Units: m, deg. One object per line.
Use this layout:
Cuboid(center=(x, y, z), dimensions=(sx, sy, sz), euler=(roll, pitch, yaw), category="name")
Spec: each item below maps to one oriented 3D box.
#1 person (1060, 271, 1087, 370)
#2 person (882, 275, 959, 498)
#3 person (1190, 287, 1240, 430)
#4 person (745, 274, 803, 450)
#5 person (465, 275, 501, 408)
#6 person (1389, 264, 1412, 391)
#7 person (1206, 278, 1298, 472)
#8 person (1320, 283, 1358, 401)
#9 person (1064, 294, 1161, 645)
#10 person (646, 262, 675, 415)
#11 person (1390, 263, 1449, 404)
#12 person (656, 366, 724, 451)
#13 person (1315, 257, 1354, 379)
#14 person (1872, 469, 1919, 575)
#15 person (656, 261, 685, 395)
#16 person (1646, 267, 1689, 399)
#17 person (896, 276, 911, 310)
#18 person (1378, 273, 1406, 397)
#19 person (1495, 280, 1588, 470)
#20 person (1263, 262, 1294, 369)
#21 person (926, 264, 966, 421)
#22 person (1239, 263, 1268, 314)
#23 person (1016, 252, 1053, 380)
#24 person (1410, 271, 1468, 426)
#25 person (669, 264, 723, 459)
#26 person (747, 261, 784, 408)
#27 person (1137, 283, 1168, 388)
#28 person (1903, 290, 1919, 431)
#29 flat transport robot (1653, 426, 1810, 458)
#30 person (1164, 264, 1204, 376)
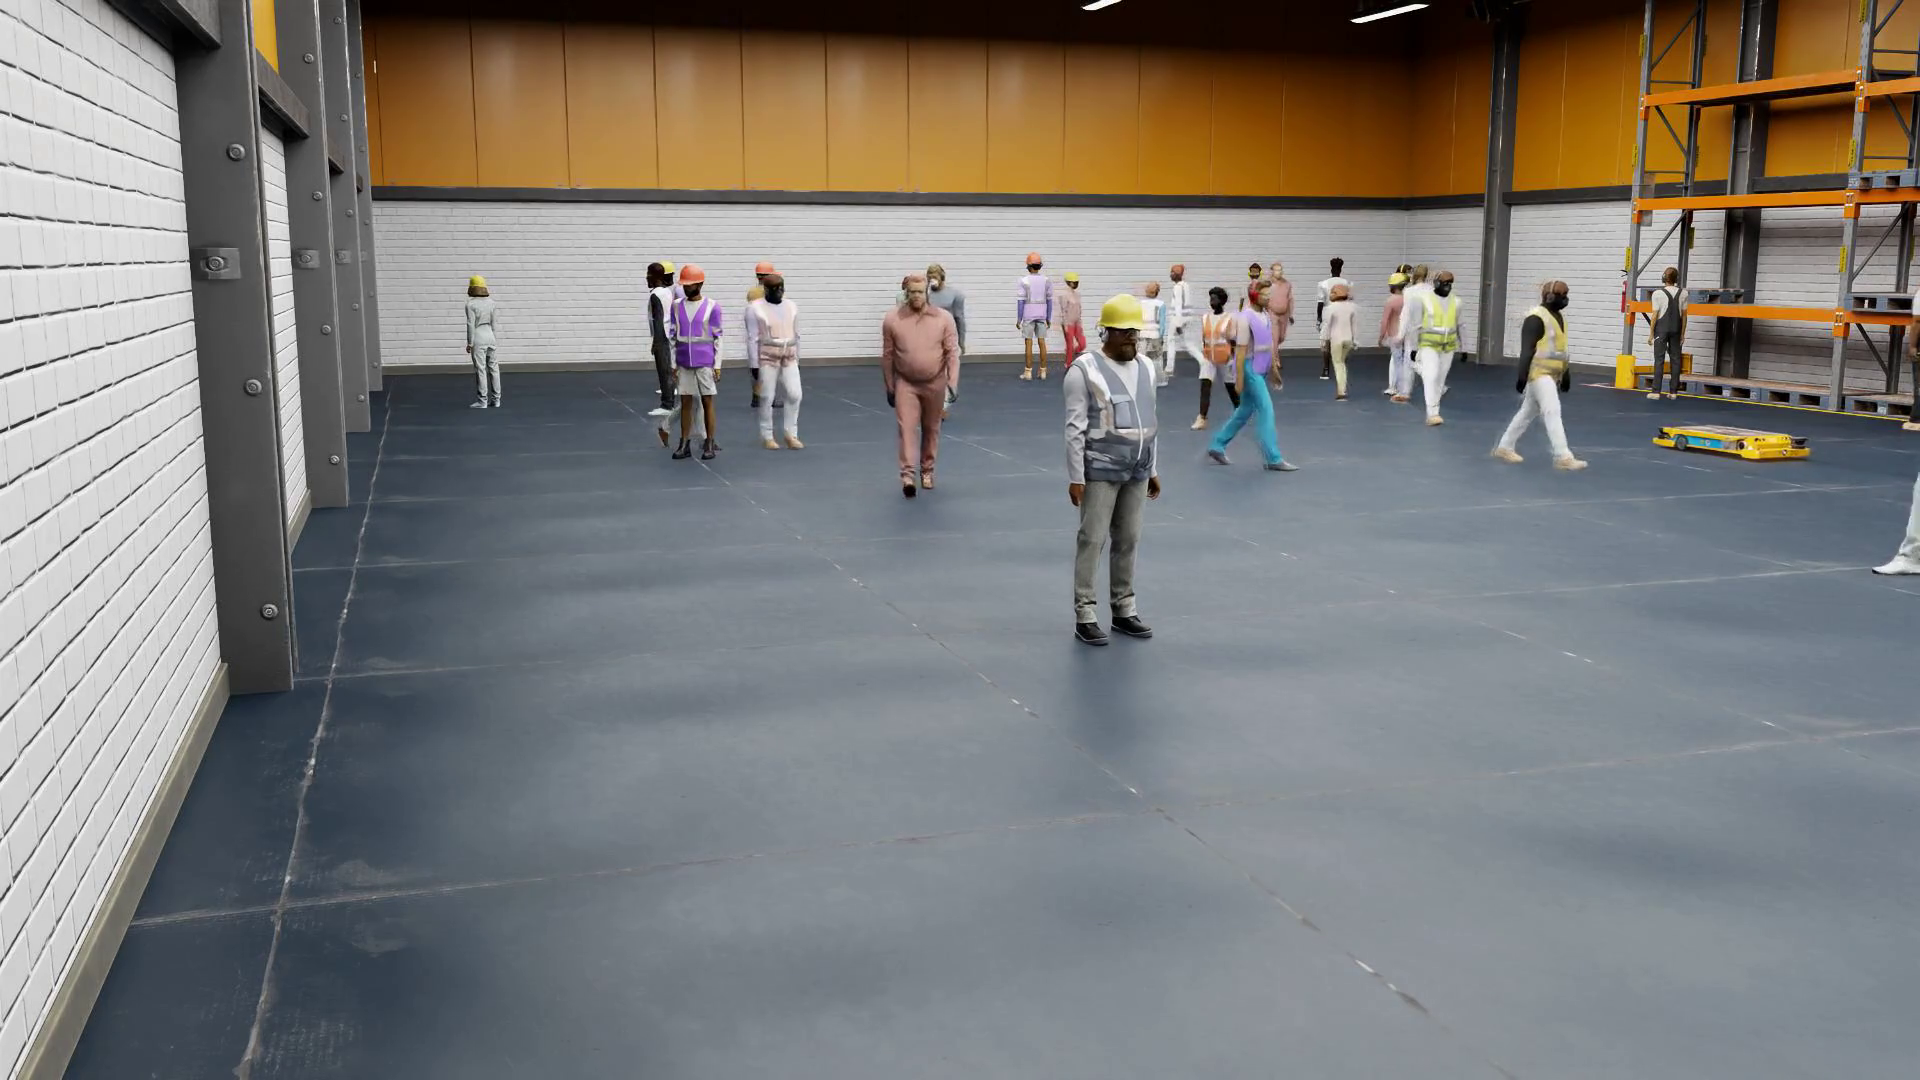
Cuboid(center=(1.854, -3.513, 27.151), dimensions=(0.369, 1.745, 0.540), euler=(8, 13, 40), category="person")
Cuboid(center=(-0.333, -1.303, 14.081), dimensions=(0.641, 1.847, 1.044), euler=(-1, 10, -4), category="person")
Cuboid(center=(3.044, -2.111, 19.336), dimensions=(0.536, 1.663, 0.852), euler=(9, 13, 41), category="person")
Cuboid(center=(-1.871, -1.825, 17.181), dimensions=(0.650, 1.819, 0.638), euler=(-7, 12, -33), category="person")
Cuboid(center=(-6.330, -2.615, 21.982), dimensions=(0.308, 1.744, 0.485), euler=(7, 12, 33), category="person")
Cuboid(center=(6.548, -3.133, 24.631), dimensions=(0.328, 1.867, 0.514), euler=(5, 11, 28), category="person")
Cuboid(center=(2.757, -1.568, 15.733), dimensions=(0.936, 1.810, 0.567), euler=(5, 11, 27), category="person")
Cuboid(center=(5.228, -2.746, 23.090), dimensions=(0.505, 1.617, 0.519), euler=(-4, 11, -23), category="person")
Cuboid(center=(0.819, -0.369, 8.732), dimensions=(0.599, 1.827, 0.404), euler=(-7, 12, -33), category="person")
Cuboid(center=(-3.761, -2.529, 20.986), dimensions=(0.397, 1.917, 0.590), euler=(0, 10, 2), category="person")
Cuboid(center=(6.186, -2.741, 22.254), dimensions=(0.632, 1.909, 0.907), euler=(-9, 14, -44), category="person")
Cuboid(center=(-2.830, -1.719, 17.235), dimensions=(0.788, 1.601, 0.510), euler=(3, 10, 19), category="person")
Cuboid(center=(6.061, -3.576, 26.897), dimensions=(0.607, 1.966, 0.374), euler=(1, 10, 4), category="person")
Cuboid(center=(6.360, -0.691, 10.481), dimensions=(1.000, 1.884, 0.598), euler=(-1, 10, -7), category="person")
Cuboid(center=(-4.182, -3.053, 24.023), dimensions=(0.392, 1.916, 0.587), euler=(-8, 13, -38), category="person")
Cuboid(center=(9.863, -2.875, 23.196), dimensions=(0.508, 1.846, 0.345), euler=(0, 10, 1), category="person")
Cuboid(center=(-0.895, -3.831, 29.342), dimensions=(0.507, 1.630, 0.268), euler=(-4, 10, -20), category="person")
Cuboid(center=(6.123, -2.874, 23.440), dimensions=(0.558, 1.736, 0.752), euler=(-5, 11, -28), category="person")
Cuboid(center=(5.588, -1.593, 15.964), dimensions=(0.988, 1.792, 0.629), euler=(9, 13, 41), category="person")
Cuboid(center=(5.579, -3.991, 29.537), dimensions=(0.637, 1.888, 0.775), euler=(-4, 11, -22), category="person")
Cuboid(center=(-0.292, -2.379, 20.193), dimensions=(0.643, 1.889, 0.991), euler=(2, 10, 14), category="person")
Cuboid(center=(4.932, -3.712, 27.978), dimensions=(0.512, 1.869, 0.328), euler=(2, 10, 11), category="person")
Cuboid(center=(1.189, -3.596, 26.783), dimensions=(0.611, 2.048, 0.364), euler=(-4, 10, -20), category="person")
Cuboid(center=(5.711, -2.247, 19.617), dimensions=(0.659, 1.819, 0.741), euler=(-2, 10, -13), category="person")
Cuboid(center=(-2.622, -1.754, 16.457), dimensions=(0.542, 1.931, 0.375), euler=(2, 10, 10), category="person")
Cuboid(center=(-2.573, -2.712, 21.984), dimensions=(0.368, 1.935, 0.552), euler=(-8, 13, -40), category="person")
Cuboid(center=(2.858, -3.065, 25.016), dimensions=(0.532, 1.592, 0.856), euler=(7, 12, 34), category="person")
Cuboid(center=(11.237, -2.274, 19.151), dimensions=(0.681, 2.000, 0.535), euler=(0, 10, 2), category="person")
Cuboid(center=(7.851, -1.014, 16.969), dimensions=(0.652, 0.197, 1.431), euler=(-4, 10, -20), category="flat transport robot")
Cuboid(center=(3.683, -3.609, 27.403), dimensions=(0.799, 1.863, 0.578), euler=(5, 11, 26), category="person")
